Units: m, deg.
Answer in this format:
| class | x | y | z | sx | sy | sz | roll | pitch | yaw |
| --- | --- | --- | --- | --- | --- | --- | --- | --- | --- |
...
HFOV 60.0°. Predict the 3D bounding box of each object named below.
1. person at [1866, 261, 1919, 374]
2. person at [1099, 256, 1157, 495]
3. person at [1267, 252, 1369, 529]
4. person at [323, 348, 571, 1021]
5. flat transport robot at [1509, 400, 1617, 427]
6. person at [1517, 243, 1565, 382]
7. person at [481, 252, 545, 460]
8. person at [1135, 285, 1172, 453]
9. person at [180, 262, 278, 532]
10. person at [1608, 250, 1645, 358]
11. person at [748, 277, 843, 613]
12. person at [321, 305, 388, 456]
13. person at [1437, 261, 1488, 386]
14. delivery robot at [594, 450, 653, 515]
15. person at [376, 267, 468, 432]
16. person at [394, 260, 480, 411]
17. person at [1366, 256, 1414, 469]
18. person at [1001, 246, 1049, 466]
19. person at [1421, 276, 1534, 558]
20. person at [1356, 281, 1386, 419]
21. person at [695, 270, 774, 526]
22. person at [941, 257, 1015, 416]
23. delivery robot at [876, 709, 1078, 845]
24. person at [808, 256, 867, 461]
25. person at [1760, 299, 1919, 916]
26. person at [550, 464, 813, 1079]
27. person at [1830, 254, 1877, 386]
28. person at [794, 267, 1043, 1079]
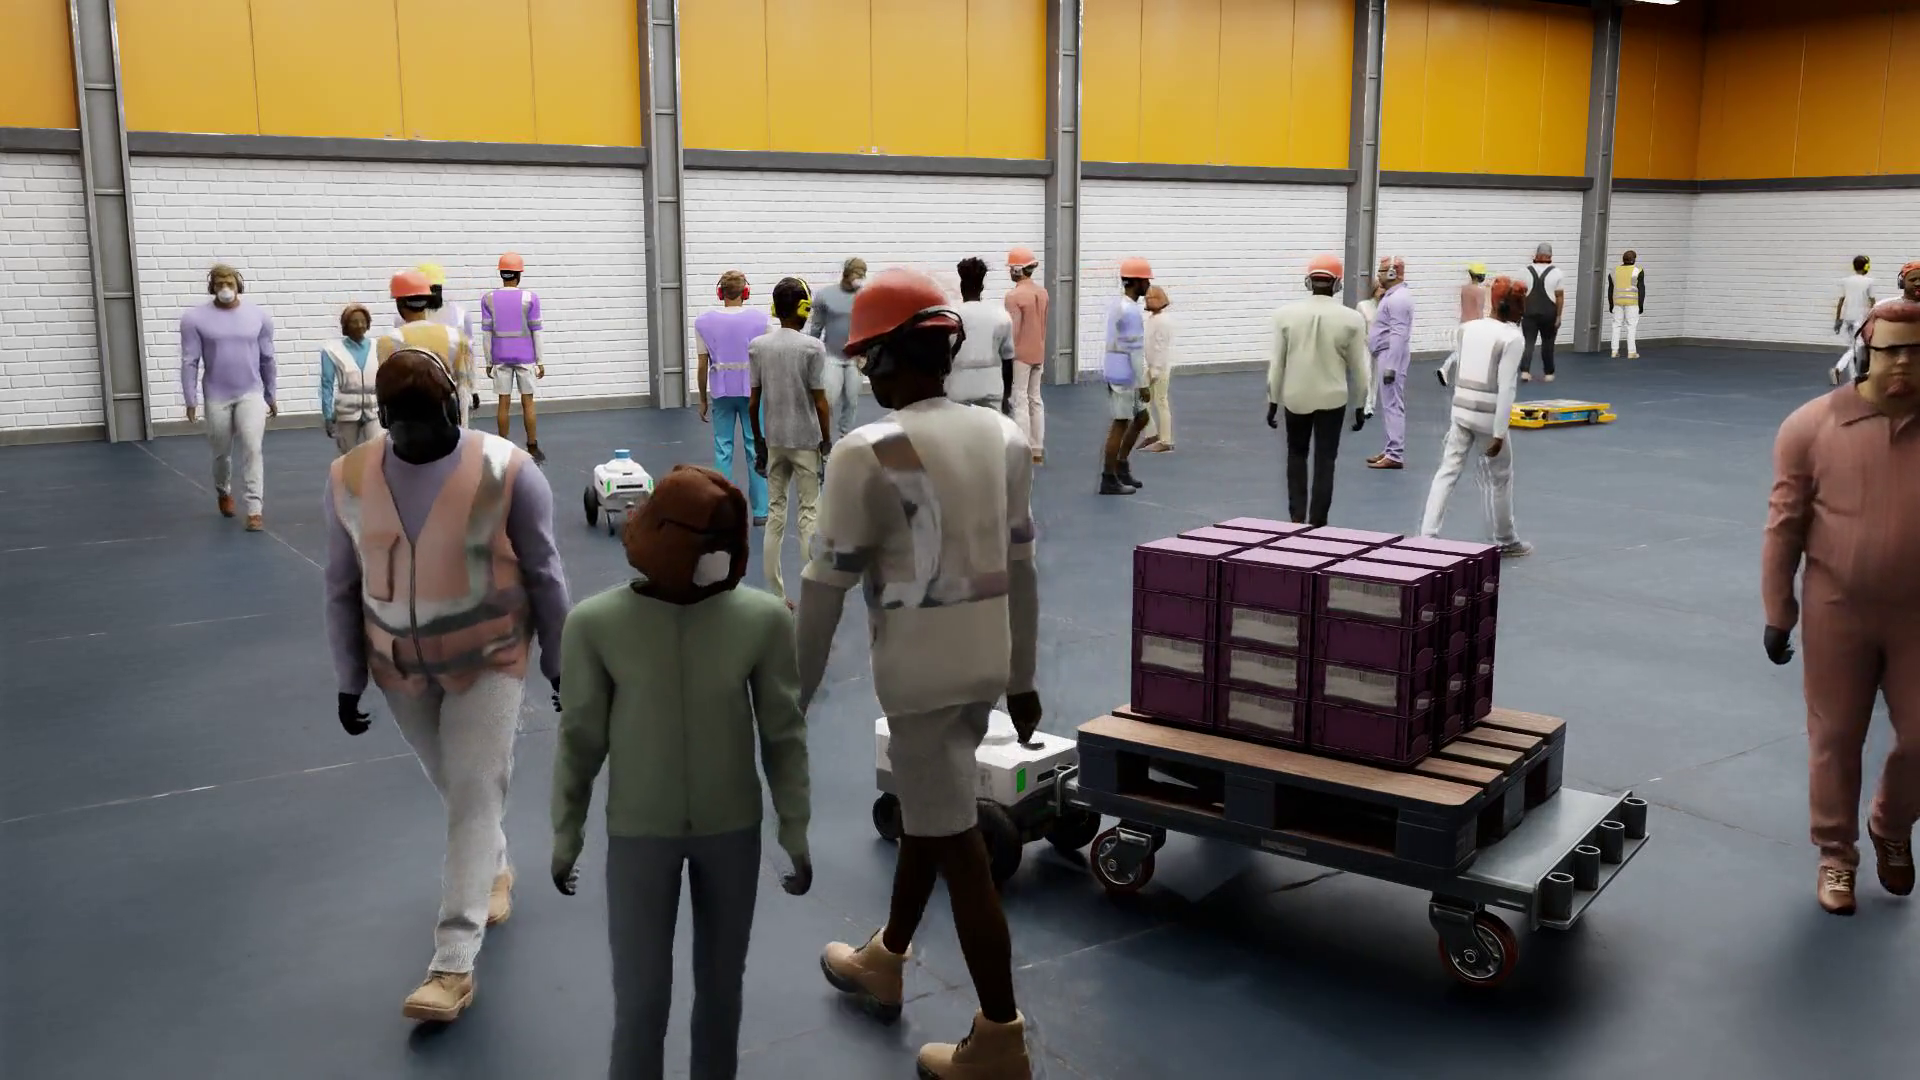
| class | x | y | z | sx | sy | sz | roll | pitch | yaw |
| --- | --- | --- | --- | --- | --- | --- | --- | --- | --- |
| person | 7.578 | -1.286 | 13.361 | 0.576 | 1.882 | 0.355 | 1 | 10 | 8 |
| person | 1.362 | -1.313 | 13.392 | 0.548 | 1.919 | 0.550 | -1 | 10 | -4 |
| person | 2.422 | -0.940 | 11.202 | 0.663 | 1.969 | 0.649 | 4 | 11 | 19 |
| person | -1.436 | 0.346 | 4.683 | 0.639 | 1.790 | 1.003 | 1 | 10 | 6 |
| flat transport robot | 6.576 | -1.420 | 18.510 | 1.431 | 0.197 | 0.652 | -6 | 12 | -30 |
| person | 8.322 | -3.287 | 23.893 | 0.690 | 2.000 | 0.889 | 6 | 12 | 31 |
| person | -4.113 | -1.679 | 15.356 | 0.551 | 1.936 | 0.356 | -1 | 10 | -3 |
| person | 1.857 | -1.634 | 15.993 | 0.438 | 1.618 | 0.502 | -3 | 11 | -14 |
| person | -5.260 | -1.047 | 12.002 | 0.640 | 1.912 | 0.922 | -6 | 12 | -28 |
| person | 11.474 | -4.051 | 28.626 | 0.622 | 1.845 | 0.429 | 9 | 14 | 42 |
| person | -0.905 | -0.490 | 9.046 | 0.517 | 1.865 | 0.328 | 5 | 11 | 25 |
| person | -4.298 | -0.884 | 11.933 | 0.533 | 1.587 | 0.881 | -6 | 12 | -29 |
| person | 7.017 | -2.974 | 22.993 | 0.751 | 1.740 | 0.524 | -4 | 11 | -21 |
| delivery robot | -2.409 | -0.403 | 11.898 | 0.477 | 0.478 | 0.707 | -4 | 11 | -18 |
| person | -3.131 | -0.652 | 9.838 | 0.563 | 1.909 | 0.890 | -8 | 13 | -37 |
| person | -4.029 | -1.196 | 12.799 | 0.597 | 1.909 | 0.722 | -7 | 12 | -33 |
| person | 3.862 | -1.596 | 14.992 | 0.403 | 1.906 | 0.651 | 3 | 11 | 14 |
| person | 0.565 | -1.625 | 14.906 | 0.376 | 1.996 | 0.612 | 7 | 12 | 33 |
| person | 3.301 | -0.749 | 10.558 | 0.968 | 1.838 | 0.600 | -7 | 12 | -33 |
| person | 4.732 | -2.169 | 18.995 | 0.513 | 1.574 | 0.843 | 2 | 11 | 11 |
| person | -1.598 | -1.000 | 11.925 | 0.571 | 1.846 | 0.396 | -1 | 10 | -3 |
| person | 0.072 | -1.070 | 12.045 | 0.613 | 1.923 | 0.914 | -2 | 10 | -10 |
| delivery robot | 0.046 | 0.741 | 5.627 | 0.707 | 0.478 | 0.477 | 9 | 14 | 41 |
| person | -1.051 | -1.650 | 15.303 | 0.654 | 1.897 | 0.501 | -3 | 11 | -18 |
| person | 2.805 | 0.216 | 5.088 | 0.667 | 1.891 | 0.424 | 4 | 11 | 22 |
| person | -0.564 | 0.652 | 3.490 | 0.544 | 1.603 | 0.627 | -4 | 11 | -20 |
| person | 12.521 | -3.076 | 23.314 | 0.820 | 1.842 | 0.510 | -5 | 11 | -25 |
| person | -0.156 | 0.336 | 4.135 | 0.950 | 1.991 | 0.631 | 8 | 13 | 39 |
